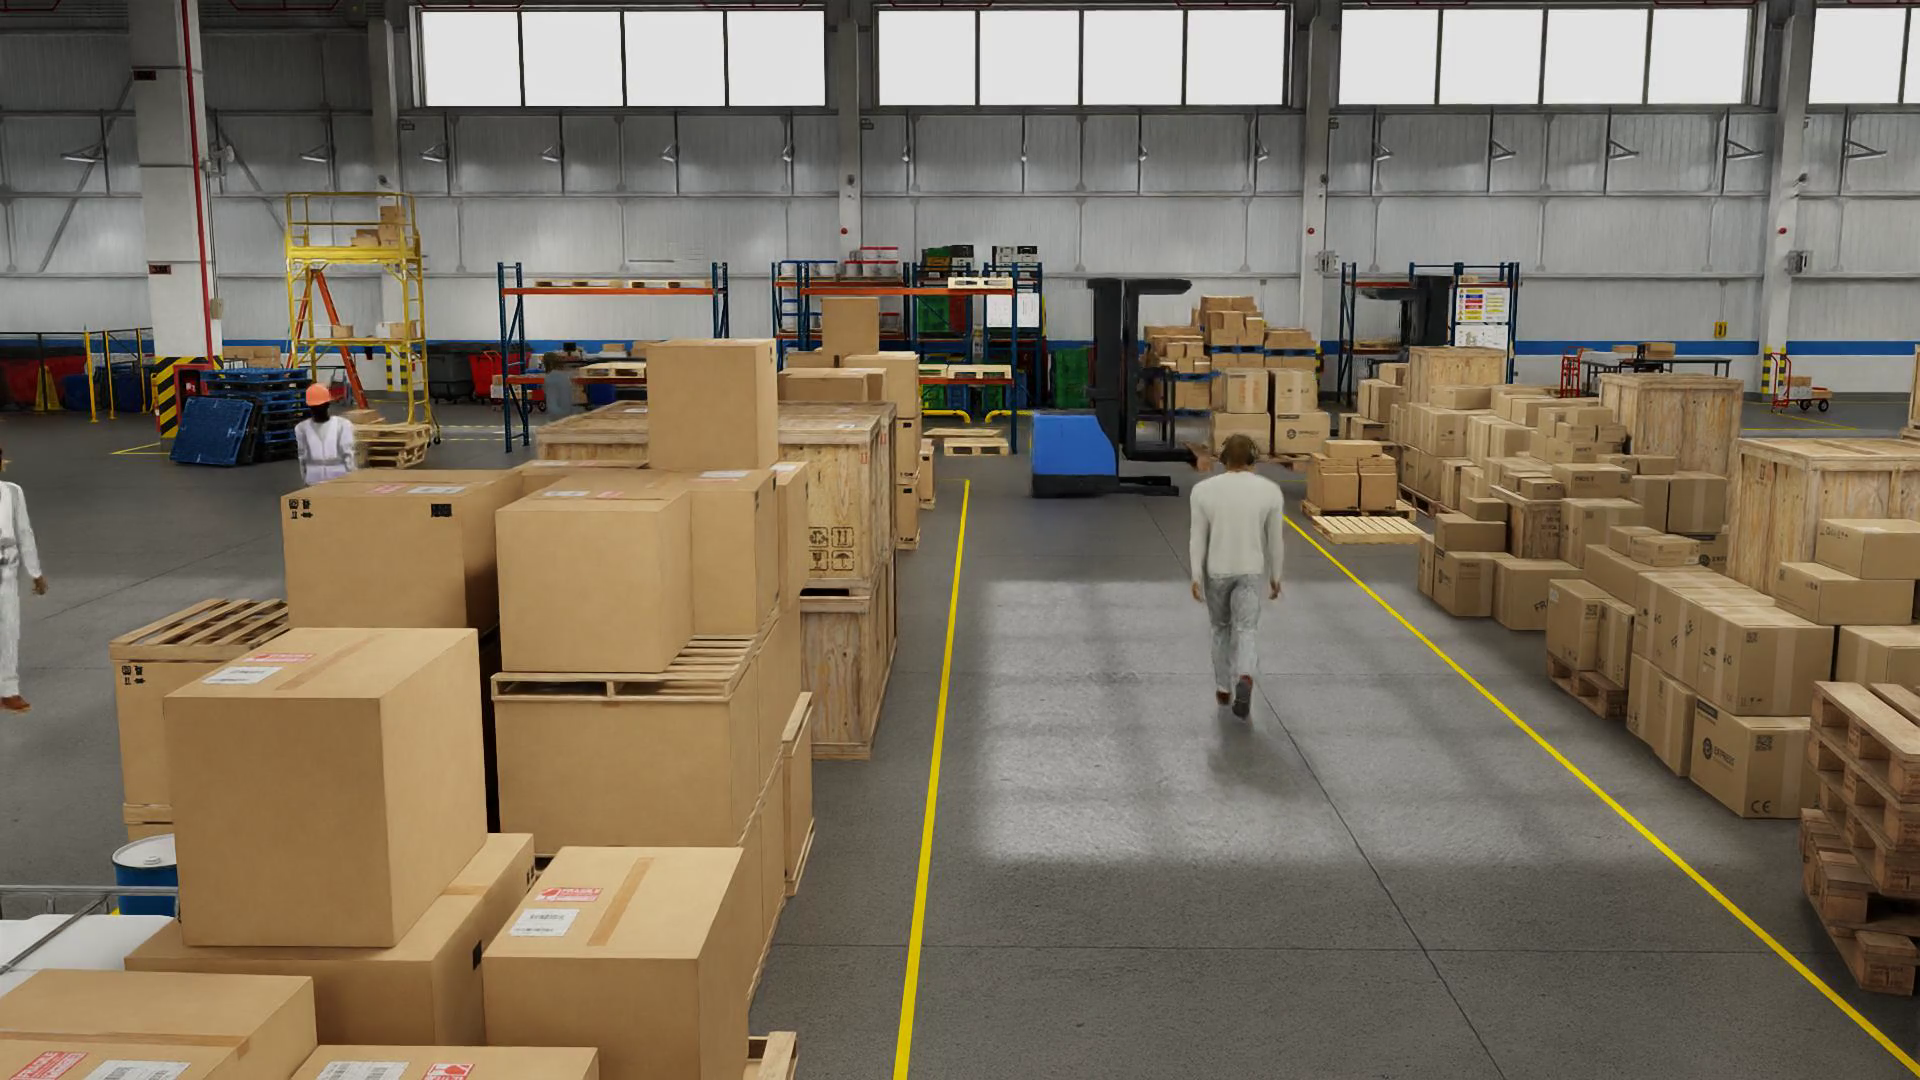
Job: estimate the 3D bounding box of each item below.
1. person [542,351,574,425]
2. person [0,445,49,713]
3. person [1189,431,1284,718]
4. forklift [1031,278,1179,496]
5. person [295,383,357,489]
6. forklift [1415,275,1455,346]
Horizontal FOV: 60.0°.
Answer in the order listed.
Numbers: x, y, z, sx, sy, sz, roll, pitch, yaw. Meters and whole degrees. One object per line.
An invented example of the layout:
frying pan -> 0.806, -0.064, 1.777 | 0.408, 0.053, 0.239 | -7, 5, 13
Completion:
person -> -5.249, -1.560, 21.985 | 1.031, 1.886, 0.643 | 3, 10, 16
person -> -6.497, 0.249, 11.169 | 0.431, 1.871, 0.591 | 3, 10, 19
person -> 1.852, 0.234, 11.157 | 0.636, 1.915, 0.831 | 1, 10, 6
forklift -> 1.884, -2.010, 21.678 | 1.873, 2.768, 1.129 | 0, 9, 1
person -> -6.090, -0.580, 16.054 | 0.547, 1.906, 0.864 | -2, 10, -14
forklift -> 7.511, -2.816, 26.501 | 1.873, 2.768, 1.129 | 0, 9, 1
